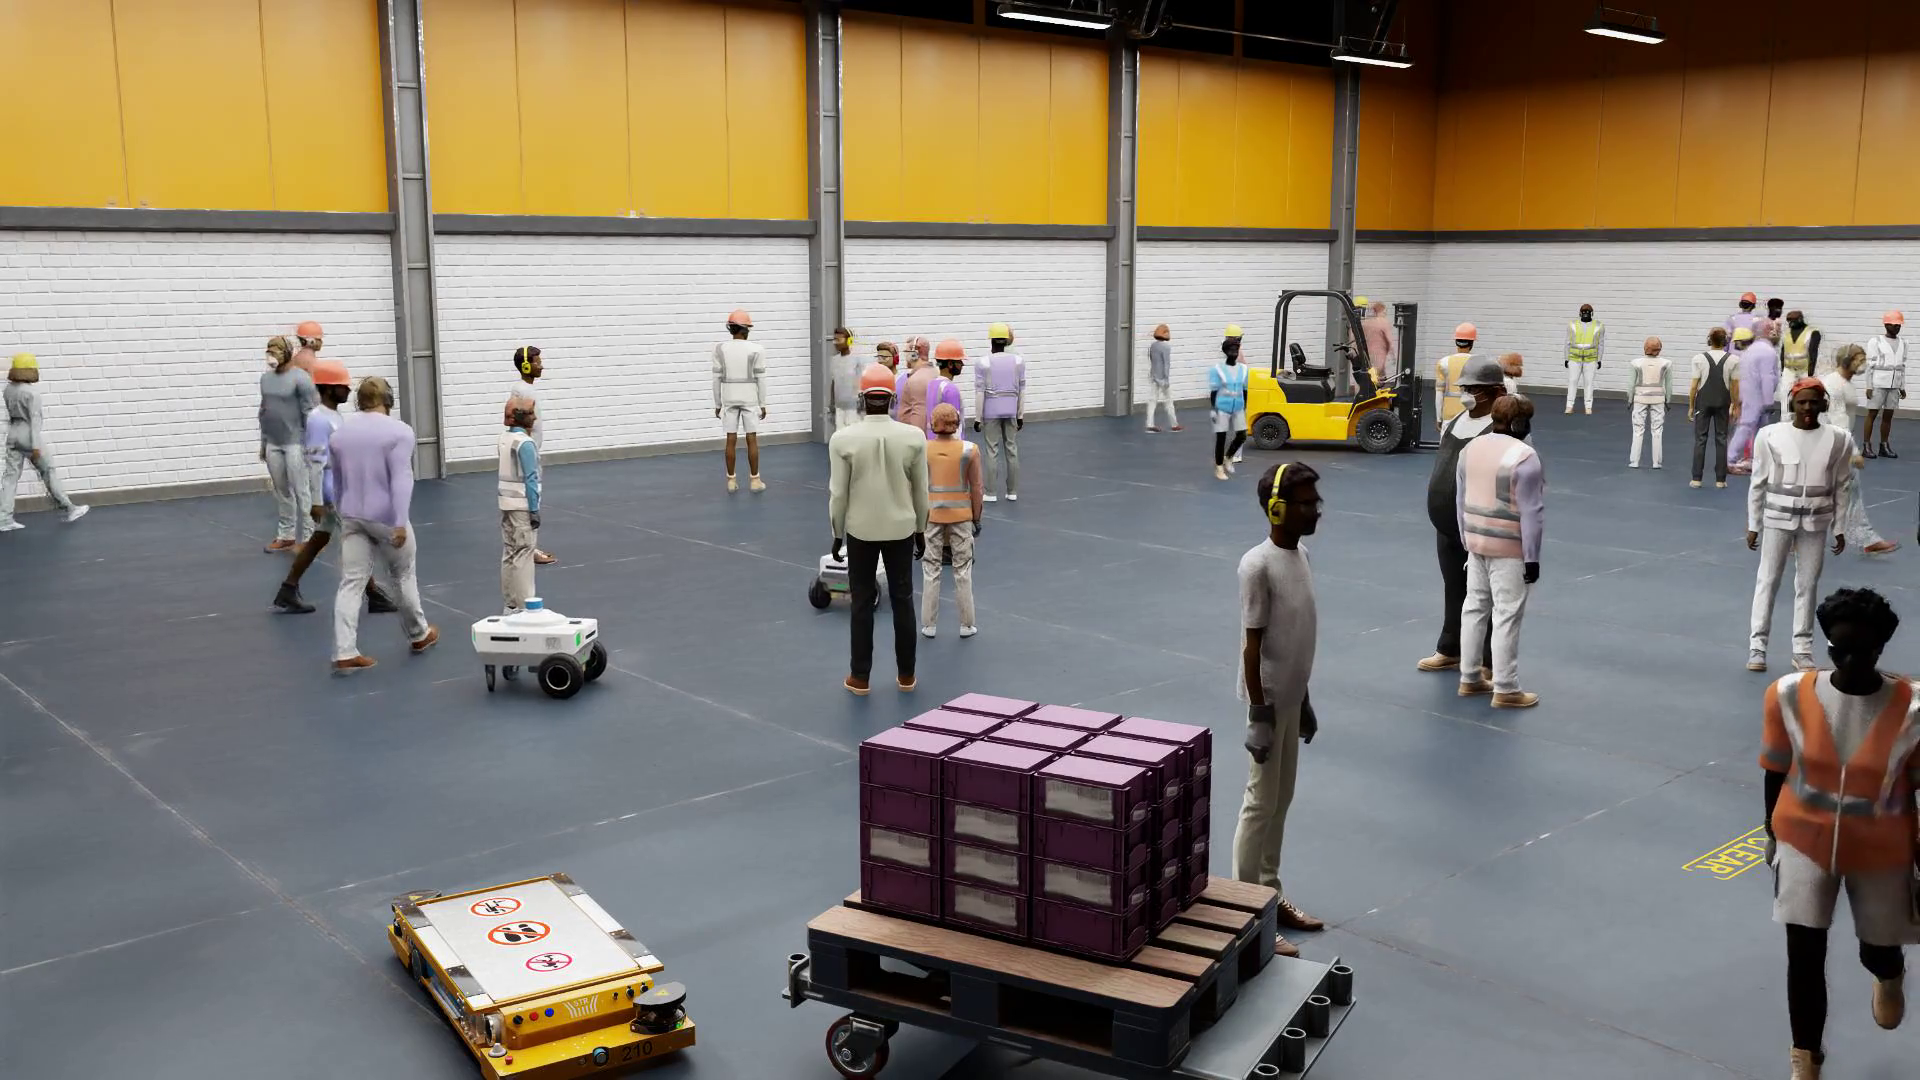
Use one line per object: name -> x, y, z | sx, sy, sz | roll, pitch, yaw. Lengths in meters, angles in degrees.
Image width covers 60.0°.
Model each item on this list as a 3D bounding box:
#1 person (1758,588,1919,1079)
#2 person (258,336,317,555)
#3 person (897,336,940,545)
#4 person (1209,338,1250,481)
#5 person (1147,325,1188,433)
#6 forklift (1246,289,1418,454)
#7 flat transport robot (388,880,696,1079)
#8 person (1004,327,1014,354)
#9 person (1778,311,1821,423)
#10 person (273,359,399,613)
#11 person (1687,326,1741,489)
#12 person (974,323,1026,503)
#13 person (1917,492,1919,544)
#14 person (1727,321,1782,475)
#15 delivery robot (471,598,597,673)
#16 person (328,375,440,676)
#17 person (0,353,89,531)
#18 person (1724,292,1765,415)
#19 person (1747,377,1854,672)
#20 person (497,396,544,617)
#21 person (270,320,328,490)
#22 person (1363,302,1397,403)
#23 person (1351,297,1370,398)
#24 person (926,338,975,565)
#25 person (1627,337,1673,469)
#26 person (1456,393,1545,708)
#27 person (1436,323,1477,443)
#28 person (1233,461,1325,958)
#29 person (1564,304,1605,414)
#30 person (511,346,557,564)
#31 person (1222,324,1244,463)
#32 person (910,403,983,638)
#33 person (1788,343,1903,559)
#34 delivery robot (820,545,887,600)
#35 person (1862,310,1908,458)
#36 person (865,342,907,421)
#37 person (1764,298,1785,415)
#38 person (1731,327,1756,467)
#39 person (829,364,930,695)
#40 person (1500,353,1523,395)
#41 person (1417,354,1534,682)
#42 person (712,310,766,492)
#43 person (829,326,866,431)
person -> 2.787, 0.928, 5.192 | 0.541, 1.669, 0.653 | 7, 12, 36
person -> -5.966, -0.836, 14.742 | 0.645, 1.937, 0.384 | 5, 11, 26
person -> -0.378, -0.909, 15.256 | 0.402, 1.906, 0.652 | 2, 10, 13
person -> 3.159, -1.532, 19.567 | 0.538, 1.686, 0.386 | -3, 10, -17
person -> 3.073, -2.408, 24.860 | 0.671, 1.607, 0.527 | -5, 11, -29
forklift -> 5.034, -2.339, 22.783 | 2.313, 2.155, 1.214 | 3, 10, 16
flat transport robot -> -1.523, 1.507, 5.891 | 0.652, 0.197, 1.431 | -6, 11, -32
person -> 0.658, -2.323, 24.417 | 0.279, 1.613, 0.650 | -2, 10, -10
person -> 12.841, -2.613, 25.555 | 0.728, 1.795, 0.621 | -7, 12, -35
person -> -4.636, -0.381, 12.218 | 0.976, 1.895, 0.559 | -2, 10, -10
person -> 8.542, -1.495, 18.866 | 0.519, 1.842, 0.330 | 4, 10, 20
person -> 0.416, -1.359, 17.825 | 0.587, 1.927, 0.364 | -4, 10, -22
person -> 6.491, -0.138, 10.712 | 0.604, 1.906, 0.442 | 2, 10, 11
person -> 9.603, -1.715, 20.130 | 0.678, 1.866, 0.671 | 2, 10, 13
delivery robot -> -2.588, 0.597, 10.115 | 0.707, 0.478, 0.477 | 1, 10, 7
person -> -3.751, -0.114, 10.733 | 0.658, 1.860, 1.015 | 2, 10, 14
person -> -9.032, -0.966, 16.203 | 0.492, 1.697, 0.896 | 4, 10, 20
person -> 12.955, -3.069, 27.498 | 0.613, 2.041, 0.392 | 7, 12, 35
person -> 5.293, -0.089, 10.522 | 0.577, 1.882, 0.349 | 3, 10, 17
person -> -3.168, -0.219, 12.004 | 0.314, 1.636, 0.516 | -7, 12, -36
person -> -6.854, -1.309, 17.413 | 0.771, 1.971, 0.627 | -8, 13, -39
person -> 7.181, -3.110, 28.300 | 0.989, 1.844, 0.737 | -3, 10, -15
person -> 6.977, -3.281, 29.071 | 0.360, 1.930, 0.589 | -1, 10, -4
person -> -0.094, -0.752, 14.244 | 0.362, 1.938, 0.545 | -4, 11, -23
person -> 8.544, -1.692, 20.619 | 0.522, 1.639, 0.305 | 3, 10, 18
person -> 3.195, 0.058, 9.790 | 0.429, 1.839, 0.633 | -4, 11, -23
person -> 5.289, -1.316, 17.543 | 0.543, 1.938, 0.357 | 5, 11, 25
person -> 1.227, 0.631, 6.336 | 0.329, 1.875, 0.507 | 6, 11, 31
person -> 10.415, -3.017, 27.790 | 0.624, 1.844, 0.429 | 4, 10, 21
person -> -3.692, -0.732, 14.321 | 0.328, 1.874, 0.521 | -3, 10, -18
person -> 3.482, -1.867, 21.277 | 0.312, 1.768, 0.529 | 1, 10, 5
person -> -0.094, -0.128, 11.465 | 0.511, 1.639, 0.308 | 0, 10, 2
person -> 7.660, -0.765, 14.476 | 1.040, 1.877, 0.645 | 9, 13, 43
delivery robot -> -0.747, 0.184, 12.534 | 0.477, 0.478, 0.707 | 5, 11, 28
person -> 12.093, -2.027, 21.701 | 0.543, 1.940, 0.361 | -1, 10, -5
person -> -0.650, -0.926, 15.532 | 0.566, 1.846, 0.389 | 6, 11, 31
person -> 13.391, -3.018, 27.462 | 0.482, 1.947, 0.635 | 8, 13, 40
person -> 9.819, -1.786, 20.854 | 0.378, 1.750, 0.538 | 6, 12, 33
person -> -0.486, -0.058, 10.011 | 0.612, 1.995, 0.377 | -2, 10, -14
person -> 5.818, -1.160, 17.588 | 0.535, 1.618, 0.519 | 2, 10, 12
person -> 3.163, -0.132, 10.314 | 0.538, 2.000, 0.681 | -4, 11, -24
person -> -2.458, -1.549, 18.613 | 0.609, 2.040, 0.394 | 1, 10, 6
person -> -1.240, -1.479, 18.717 | 0.541, 1.859, 0.469 | 7, 12, 35
